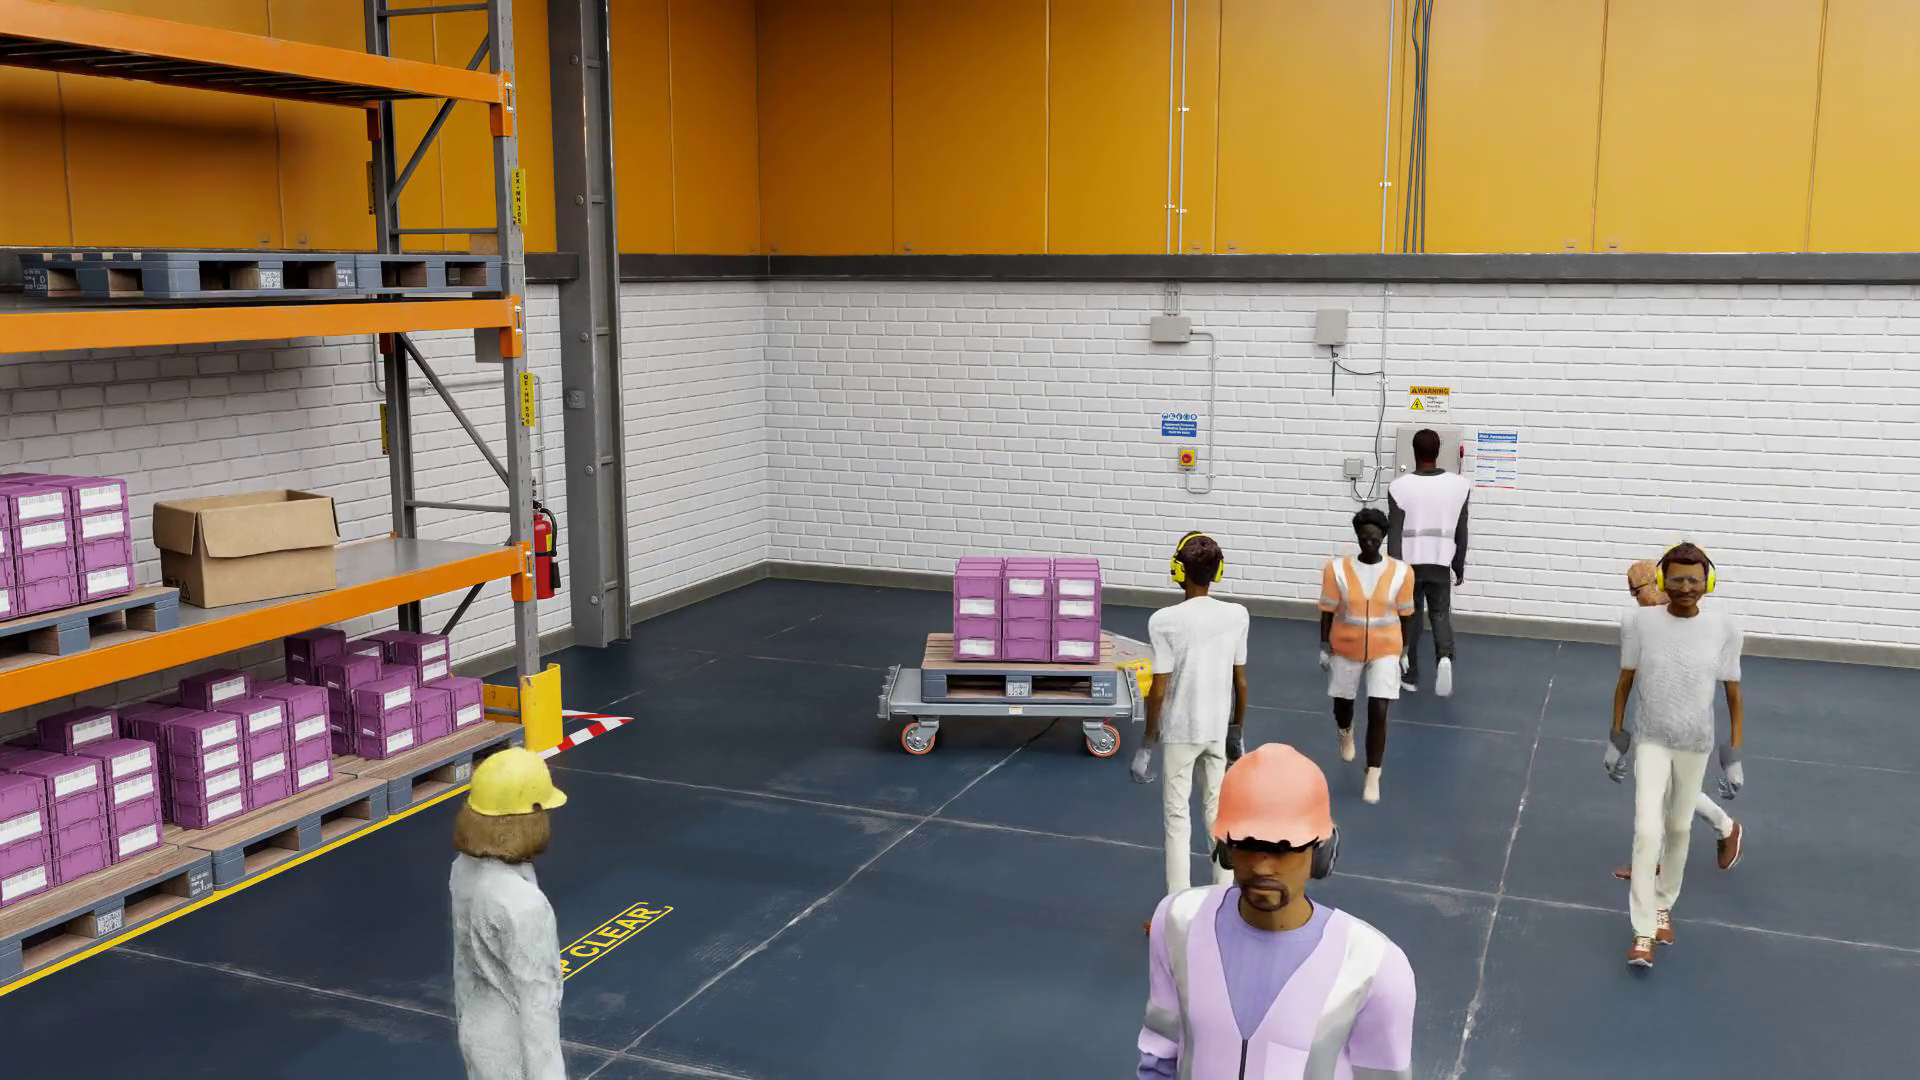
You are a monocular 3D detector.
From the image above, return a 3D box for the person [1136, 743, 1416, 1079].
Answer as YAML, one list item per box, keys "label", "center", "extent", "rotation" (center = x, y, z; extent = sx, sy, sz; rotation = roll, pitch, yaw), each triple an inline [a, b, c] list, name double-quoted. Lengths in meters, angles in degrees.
- label: "person"
  center: [0.647, 1.431, 3.591]
  extent: [0.611, 2.048, 0.364]
  rotation: [6, 11, 32]

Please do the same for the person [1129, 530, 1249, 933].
- label: "person"
  center: [1.017, 0.893, 7.419]
  extent: [0.574, 1.870, 0.320]
  rotation: [-4, 10, -22]

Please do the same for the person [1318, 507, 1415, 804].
- label: "person"
  center: [2.343, 0.623, 9.624]
  extent: [0.538, 1.679, 0.687]
  rotation: [2, 10, 14]

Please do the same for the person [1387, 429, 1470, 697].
- label: "person"
  center: [3.293, 0.170, 11.695]
  extent: [0.598, 1.899, 0.685]
  rotation: [0, 9, 1]

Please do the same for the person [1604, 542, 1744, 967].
- label: "person"
  center: [3.104, 0.937, 7.204]
  extent: [0.554, 1.838, 0.859]
  rotation: [3, 10, 17]

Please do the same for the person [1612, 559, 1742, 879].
- label: "person"
  center: [3.549, 0.891, 8.198]
  extent: [0.555, 1.599, 0.560]
  rotation: [-1, 9, -9]

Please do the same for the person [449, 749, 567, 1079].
- label: "person"
  center: [-1.274, 1.426, 4.621]
  extent: [0.376, 1.734, 0.537]
  rotation: [-7, 12, -36]

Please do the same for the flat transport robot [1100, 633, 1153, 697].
- label: "flat transport robot"
  center: [1.094, 0.887, 12.257]
  extent: [0.652, 0.197, 1.431]
  rotation: [-6, 11, -30]
